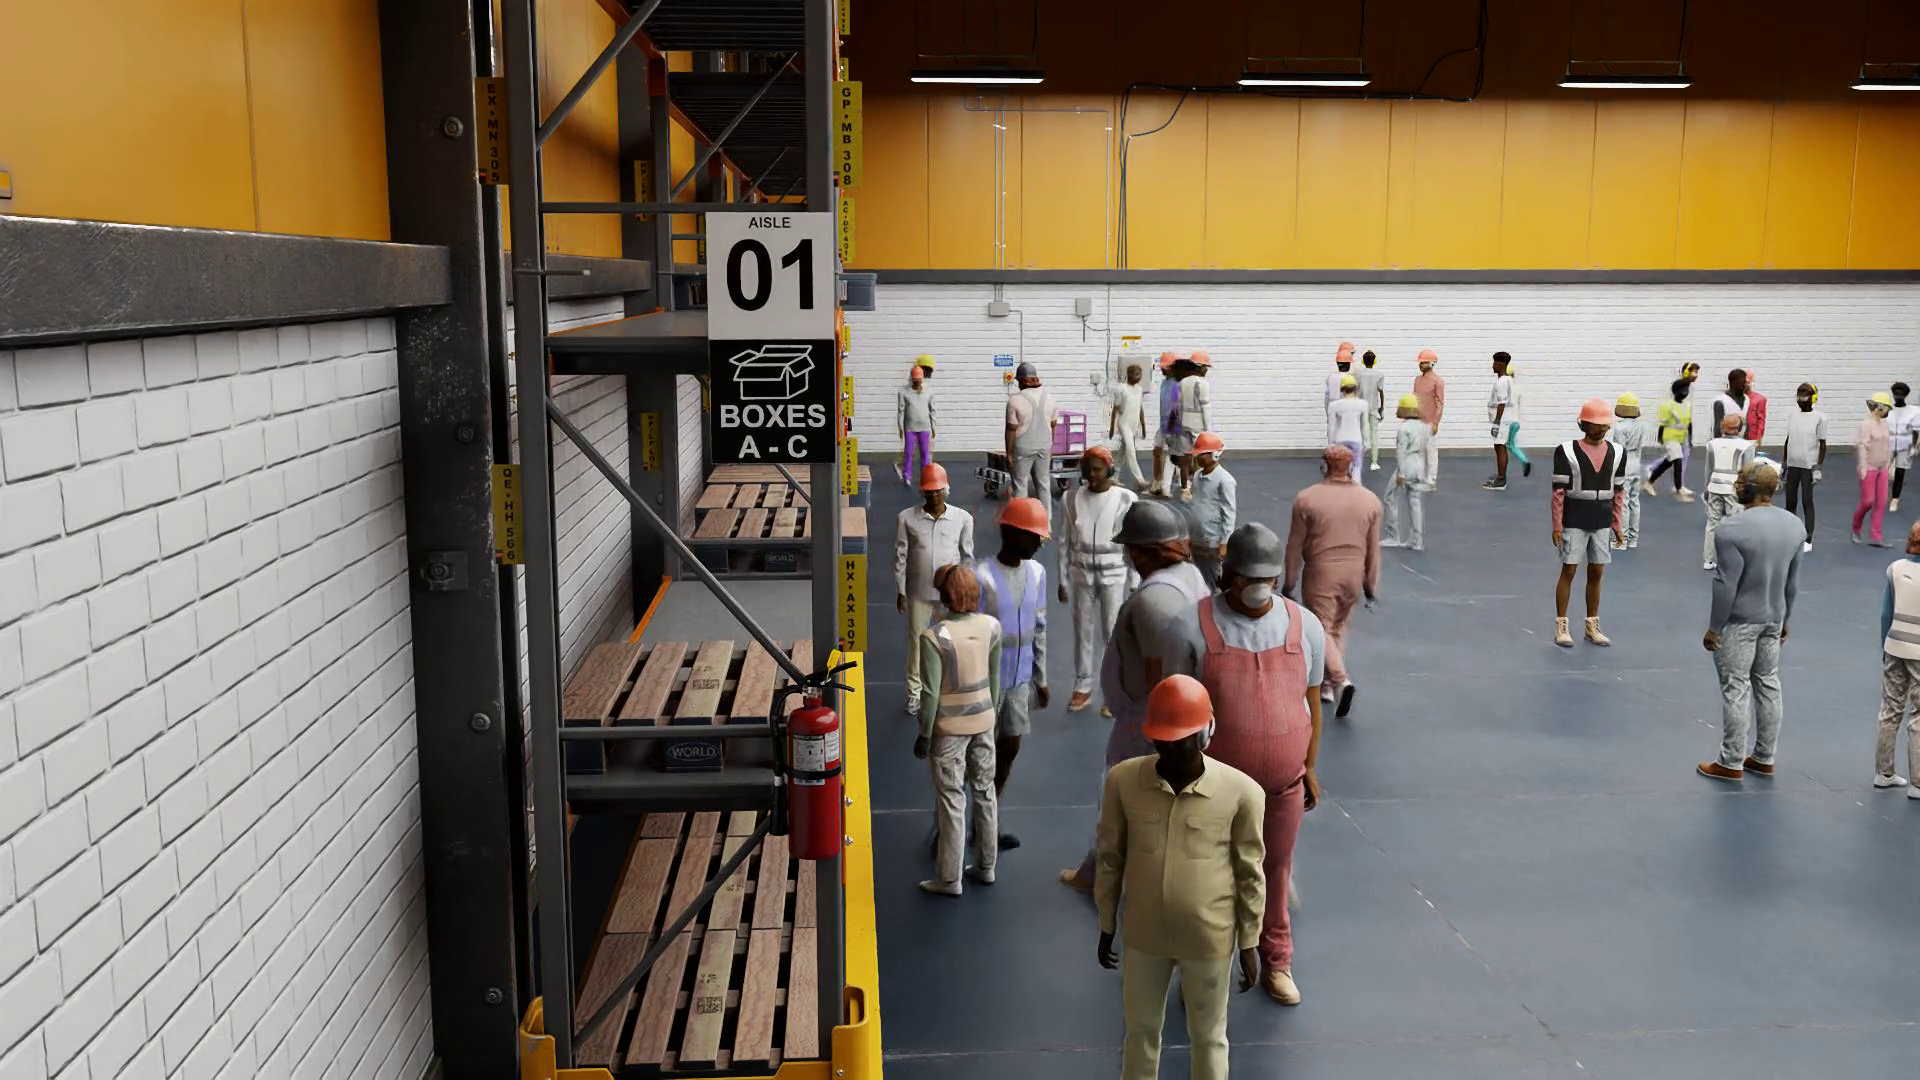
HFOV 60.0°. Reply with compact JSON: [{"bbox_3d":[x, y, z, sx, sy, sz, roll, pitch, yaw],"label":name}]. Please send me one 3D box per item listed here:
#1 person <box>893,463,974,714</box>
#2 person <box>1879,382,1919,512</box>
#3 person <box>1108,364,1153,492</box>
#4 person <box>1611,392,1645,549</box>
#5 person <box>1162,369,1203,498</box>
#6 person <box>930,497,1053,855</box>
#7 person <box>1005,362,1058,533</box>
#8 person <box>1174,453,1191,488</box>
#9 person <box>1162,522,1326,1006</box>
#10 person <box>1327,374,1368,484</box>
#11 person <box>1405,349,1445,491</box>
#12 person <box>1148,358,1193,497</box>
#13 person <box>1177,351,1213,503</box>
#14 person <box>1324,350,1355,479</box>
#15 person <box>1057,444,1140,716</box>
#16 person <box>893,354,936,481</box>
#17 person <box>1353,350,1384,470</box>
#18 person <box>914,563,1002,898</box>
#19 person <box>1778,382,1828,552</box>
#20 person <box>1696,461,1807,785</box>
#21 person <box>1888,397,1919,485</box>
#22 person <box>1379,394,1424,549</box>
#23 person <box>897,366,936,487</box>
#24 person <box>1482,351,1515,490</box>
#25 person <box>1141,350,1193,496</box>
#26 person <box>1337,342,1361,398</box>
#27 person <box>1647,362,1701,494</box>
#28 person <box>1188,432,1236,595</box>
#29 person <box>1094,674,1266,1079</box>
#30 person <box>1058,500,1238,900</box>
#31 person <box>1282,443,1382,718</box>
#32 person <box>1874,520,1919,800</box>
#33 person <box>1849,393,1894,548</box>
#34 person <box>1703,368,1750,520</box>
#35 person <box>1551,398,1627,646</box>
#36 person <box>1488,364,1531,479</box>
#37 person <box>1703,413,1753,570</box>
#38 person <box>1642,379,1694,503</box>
[{"bbox_3d":[-0.179,0.335,11.510,0.563,1.751,0.330,-1,9,-4],"label":"person"},{"bbox_3d":[11.952,-1.173,21.230,0.537,1.677,0.444,6,11,33],"label":"person"},{"bbox_3d":[2.411,-1.576,23.432,0.512,1.787,0.997,-9,12,-43],"label":"person"},{"bbox_3d":[7.369,-0.767,18.458,0.484,1.745,0.297,-7,11,-37],"label":"person"},{"bbox_3d":[3.077,-1.454,22.705,0.633,1.789,1.006,8,12,42],"label":"person"},{"bbox_3d":[0.186,0.719,8.678,0.696,1.889,0.435,-7,11,-35],"label":"person"},{"bbox_3d":[0.786,-1.082,19.510,0.682,2.000,0.535,-5,10,-28],"label":"person"},{"bbox_3d":[3.250,-1.617,23.831,0.311,1.735,0.483,3,10,21],"label":"person"},{"bbox_3d":[1.192,0.929,6.882,0.682,2.000,0.537,-1,9,-4],"label":"person"},{"bbox_3d":[5.045,-1.278,21.618,0.537,1.753,0.530,1,9,4],"label":"person"},{"bbox_3d":[6.566,-1.692,23.483,0.375,1.995,0.610,-4,10,-24],"label":"person"},{"bbox_3d":[2.979,-1.500,22.527,0.807,1.914,0.638,4,10,23],"label":"person"},{"bbox_3d":[3.142,-1.484,22.054,0.392,2.035,0.605,-5,10,-29],"label":"person"},{"bbox_3d":[5.619,-1.828,24.513,0.377,1.938,0.547,-6,11,-33],"label":"person"},{"bbox_3d":[0.956,0.270,11.518,0.584,1.882,0.339,3,10,18],"label":"person"},{"bbox_3d":[-0.598,-1.756,24.160,0.626,1.908,0.592,3,9,16],"label":"person"},{"bbox_3d":[6.365,-2.026,25.962,0.514,1.876,0.328,3,9,16],"label":"person"},{"bbox_3d":[-0.003,0.928,8.142,0.514,1.642,0.310,-8,12,-41],"label":"person"},{"bbox_3d":[9.229,-0.798,18.263,0.329,1.872,0.509,-4,10,-26],"label":"person"},{"bbox_3d":[4.720,0.492,9.944,0.636,1.938,0.358,-3,10,-21],"label":"person"},{"bbox_3d":[13.798,-1.602,23.821,0.540,1.704,0.914,-8,12,-41],"label":"person"},{"bbox_3d":[4.901,-0.759,18.466,0.499,1.724,0.603,-8,12,-43],"label":"person"},{"bbox_3d":[-0.611,-1.628,23.873,0.570,1.745,0.347,-3,9,-17],"label":"person"},{"bbox_3d":[7.663,-1.697,23.607,0.367,1.965,0.607,4,10,25],"label":"person"},{"bbox_3d":[2.939,-1.594,22.836,0.829,2.020,0.629,-3,10,-18],"label":"person"},{"bbox_3d":[6.158,-2.162,26.483,0.414,1.982,0.615,7,12,39],"label":"person"},{"bbox_3d":[9.983,-1.573,23.213,0.542,1.840,0.634,-6,11,-32],"label":"person"},{"bbox_3d":[2.047,-0.027,13.786,0.337,1.748,0.573,-4,10,-24],"label":"person"},{"bbox_3d":[0.714,1.293,5.506,0.573,1.746,0.345,3,10,20],"label":"person"},{"bbox_3d":[1.031,0.754,7.985,1.050,2.000,0.670,6,11,33],"label":"person"},{"bbox_3d":[2.611,0.272,11.534,0.652,1.878,0.852,-2,9,-13],"label":"person"},{"bbox_3d":[5.566,0.687,9.672,0.314,1.636,0.515,-2,9,-13],"label":"person"},{"bbox_3d":[10.226,-0.776,18.603,0.602,1.715,0.554,-4,10,-25],"label":"person"},{"bbox_3d":[9.448,-1.162,20.441,0.600,1.903,0.562,-6,11,-31],"label":"person"},{"bbox_3d":[5.141,-0.140,13.596,0.607,2.041,0.386,-1,9,-4],"label":"person"},{"bbox_3d":[8.103,-1.729,24.494,0.532,1.747,0.545,-5,10,-28],"label":"person"},{"bbox_3d":[7.827,-0.473,16.980,0.312,1.634,0.514,-6,11,-33],"label":"person"},{"bbox_3d":[9.597,-1.358,22.467,0.521,1.655,0.880,-6,11,-33],"label":"person"}]
